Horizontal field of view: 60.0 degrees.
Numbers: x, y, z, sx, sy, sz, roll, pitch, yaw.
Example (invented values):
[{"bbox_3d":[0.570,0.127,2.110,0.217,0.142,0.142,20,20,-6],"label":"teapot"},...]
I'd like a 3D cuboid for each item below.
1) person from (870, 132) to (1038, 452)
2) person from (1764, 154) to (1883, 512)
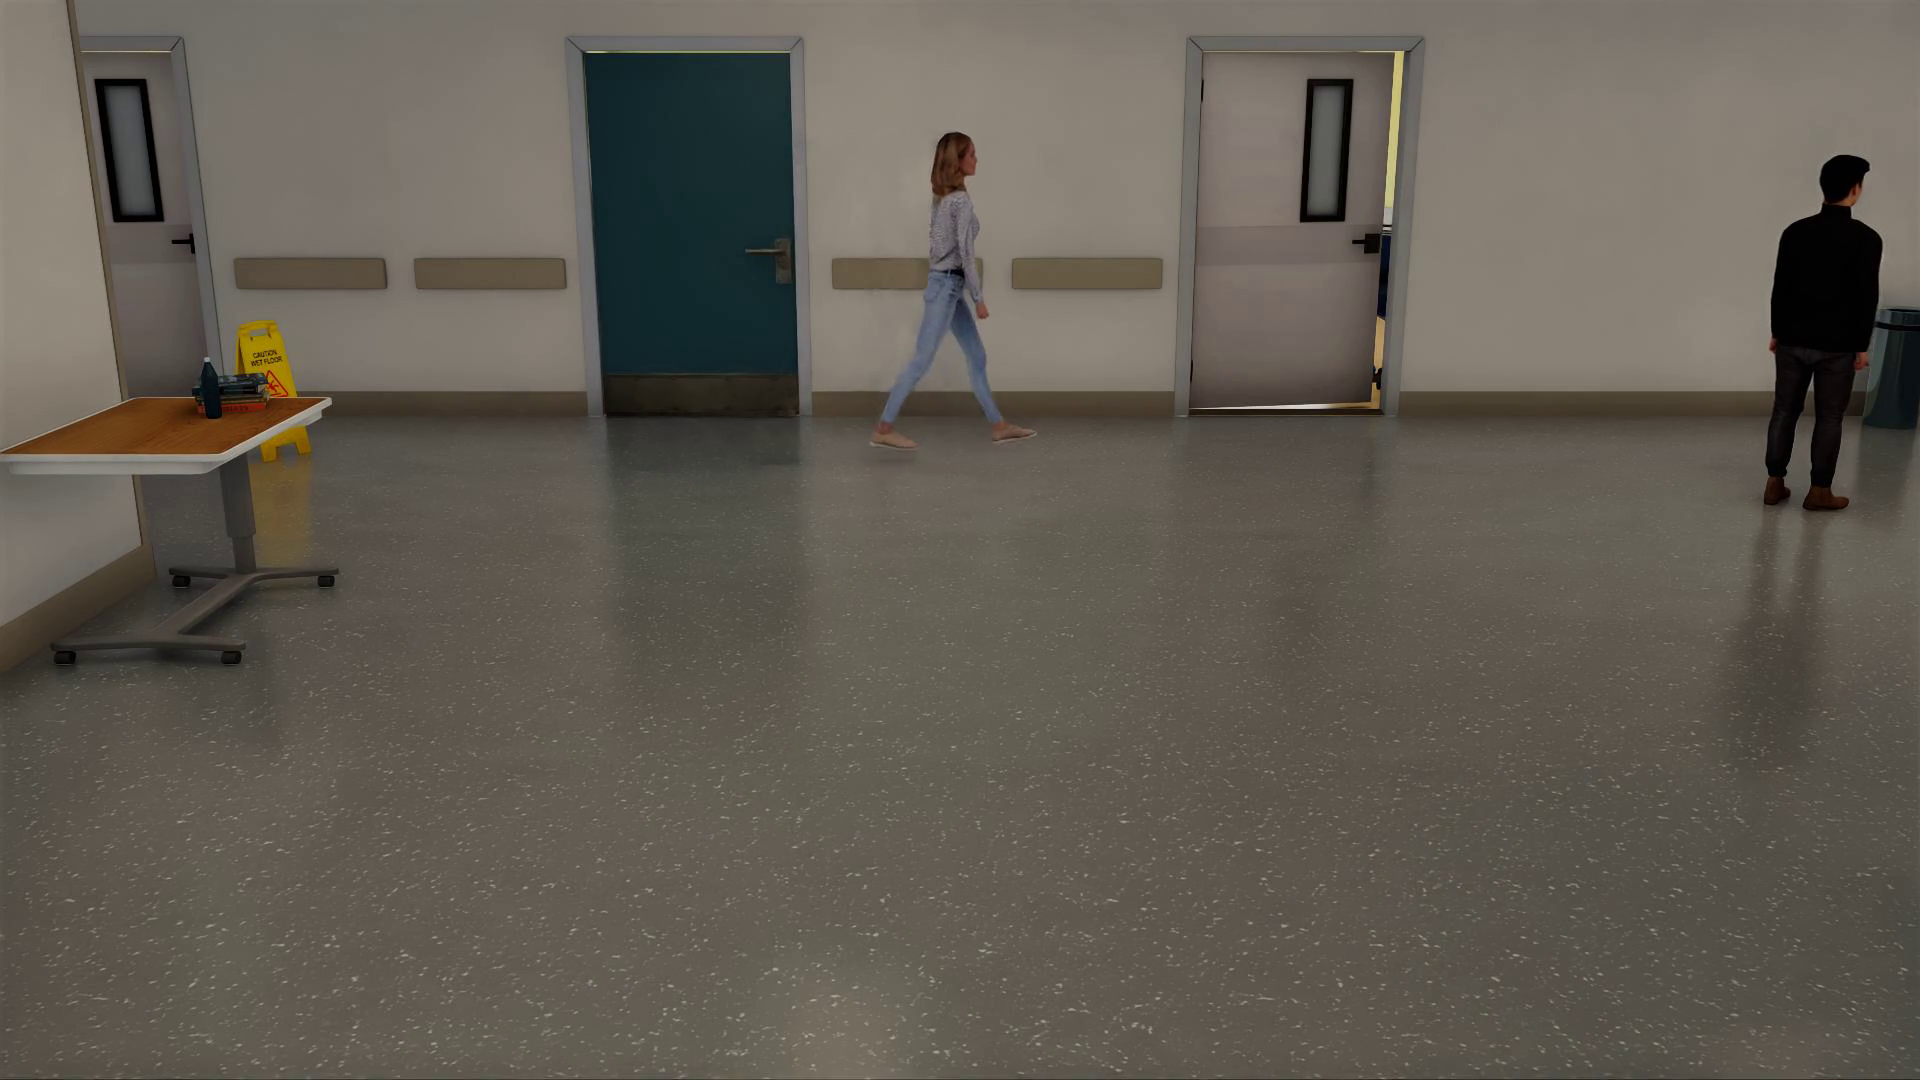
[{"bbox_3d":[-0.154,-1.297,9.148,1.246,1.738,0.784,-3,16,-11],"label":"person"},{"bbox_3d":[4.224,-1.013,8.169,0.750,1.722,0.720,-12,20,-37],"label":"person"}]
